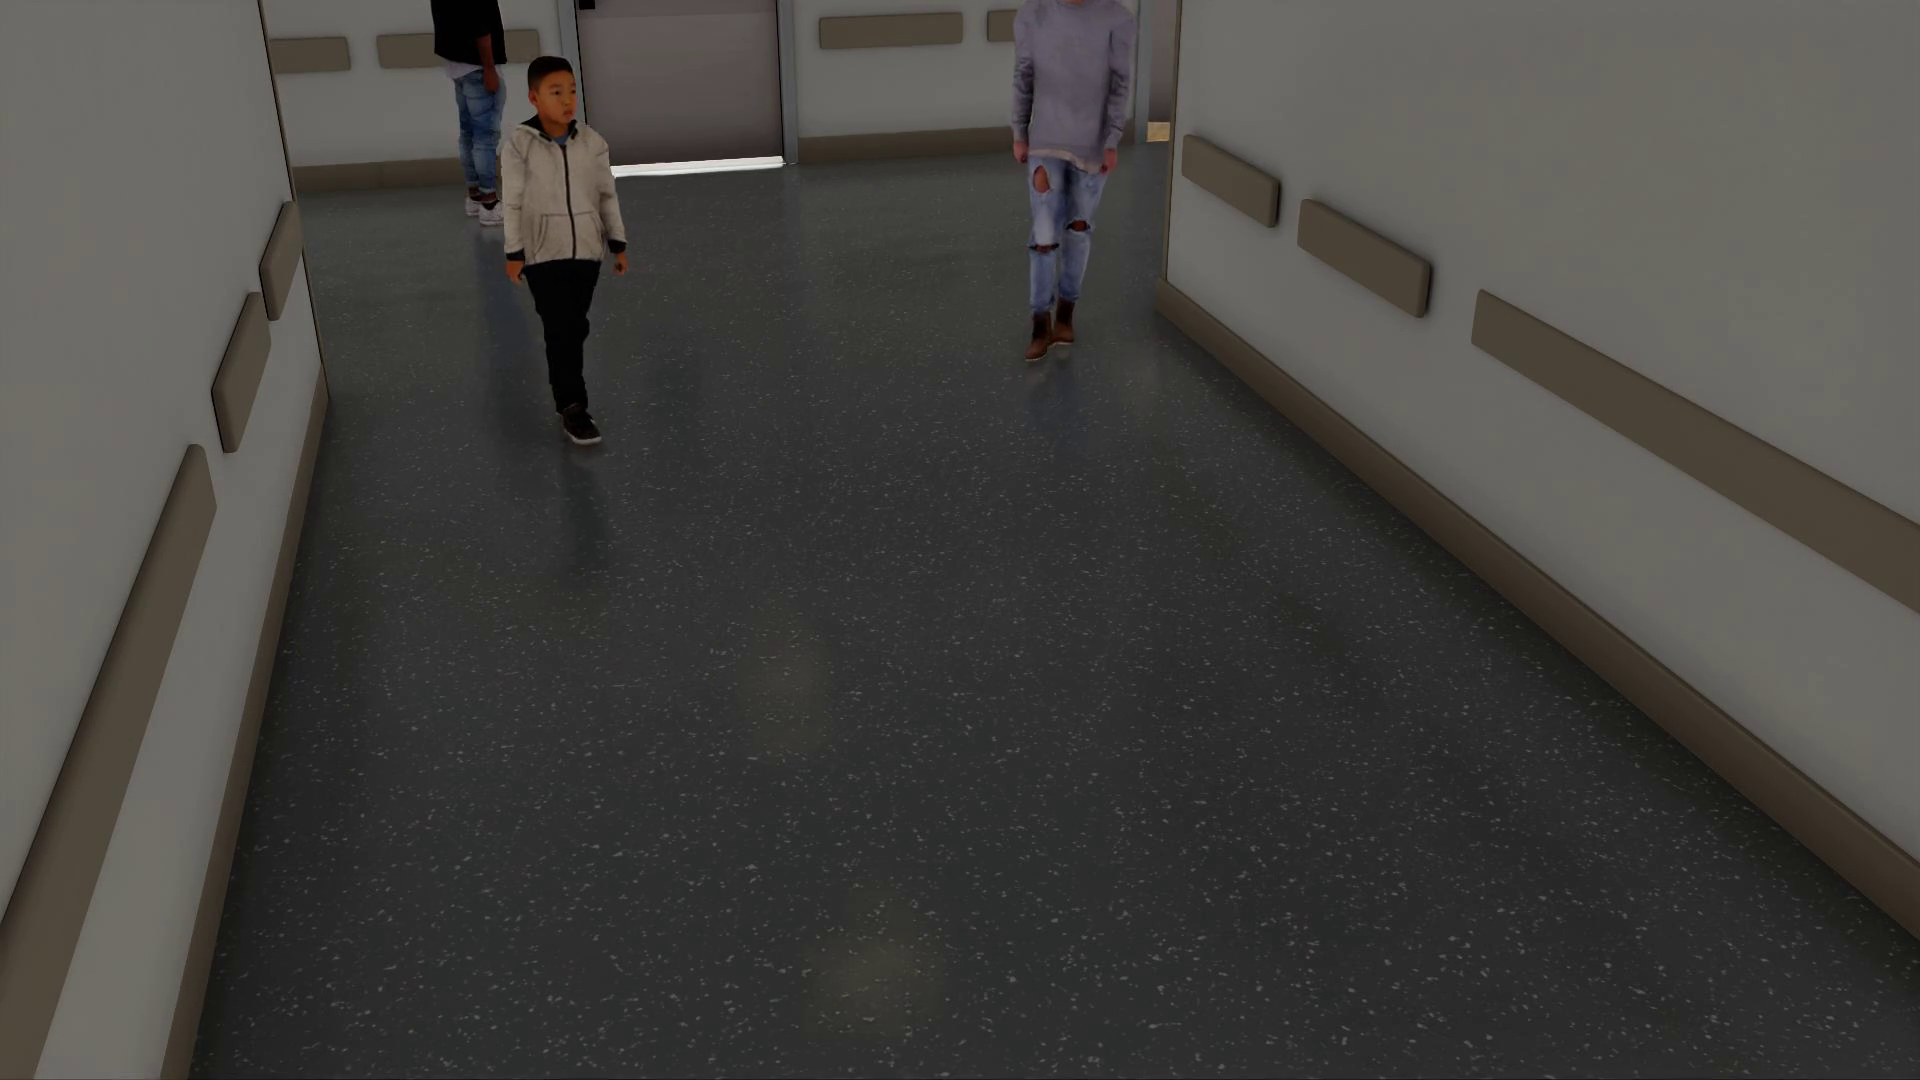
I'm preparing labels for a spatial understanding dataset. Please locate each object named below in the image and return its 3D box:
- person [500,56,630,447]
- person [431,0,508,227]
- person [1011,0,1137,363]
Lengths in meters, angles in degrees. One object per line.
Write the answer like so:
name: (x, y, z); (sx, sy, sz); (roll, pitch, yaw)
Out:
person: (-1.569, -1.114, 6.369); (0.769, 1.439, 0.828); (-22, 33, -38)
person: (-2.697, -2.670, 9.166); (0.692, 1.812, 0.750); (-14, 29, -27)
person: (0.491, -1.738, 7.226); (0.883, 1.819, 0.908); (3, 26, 6)
